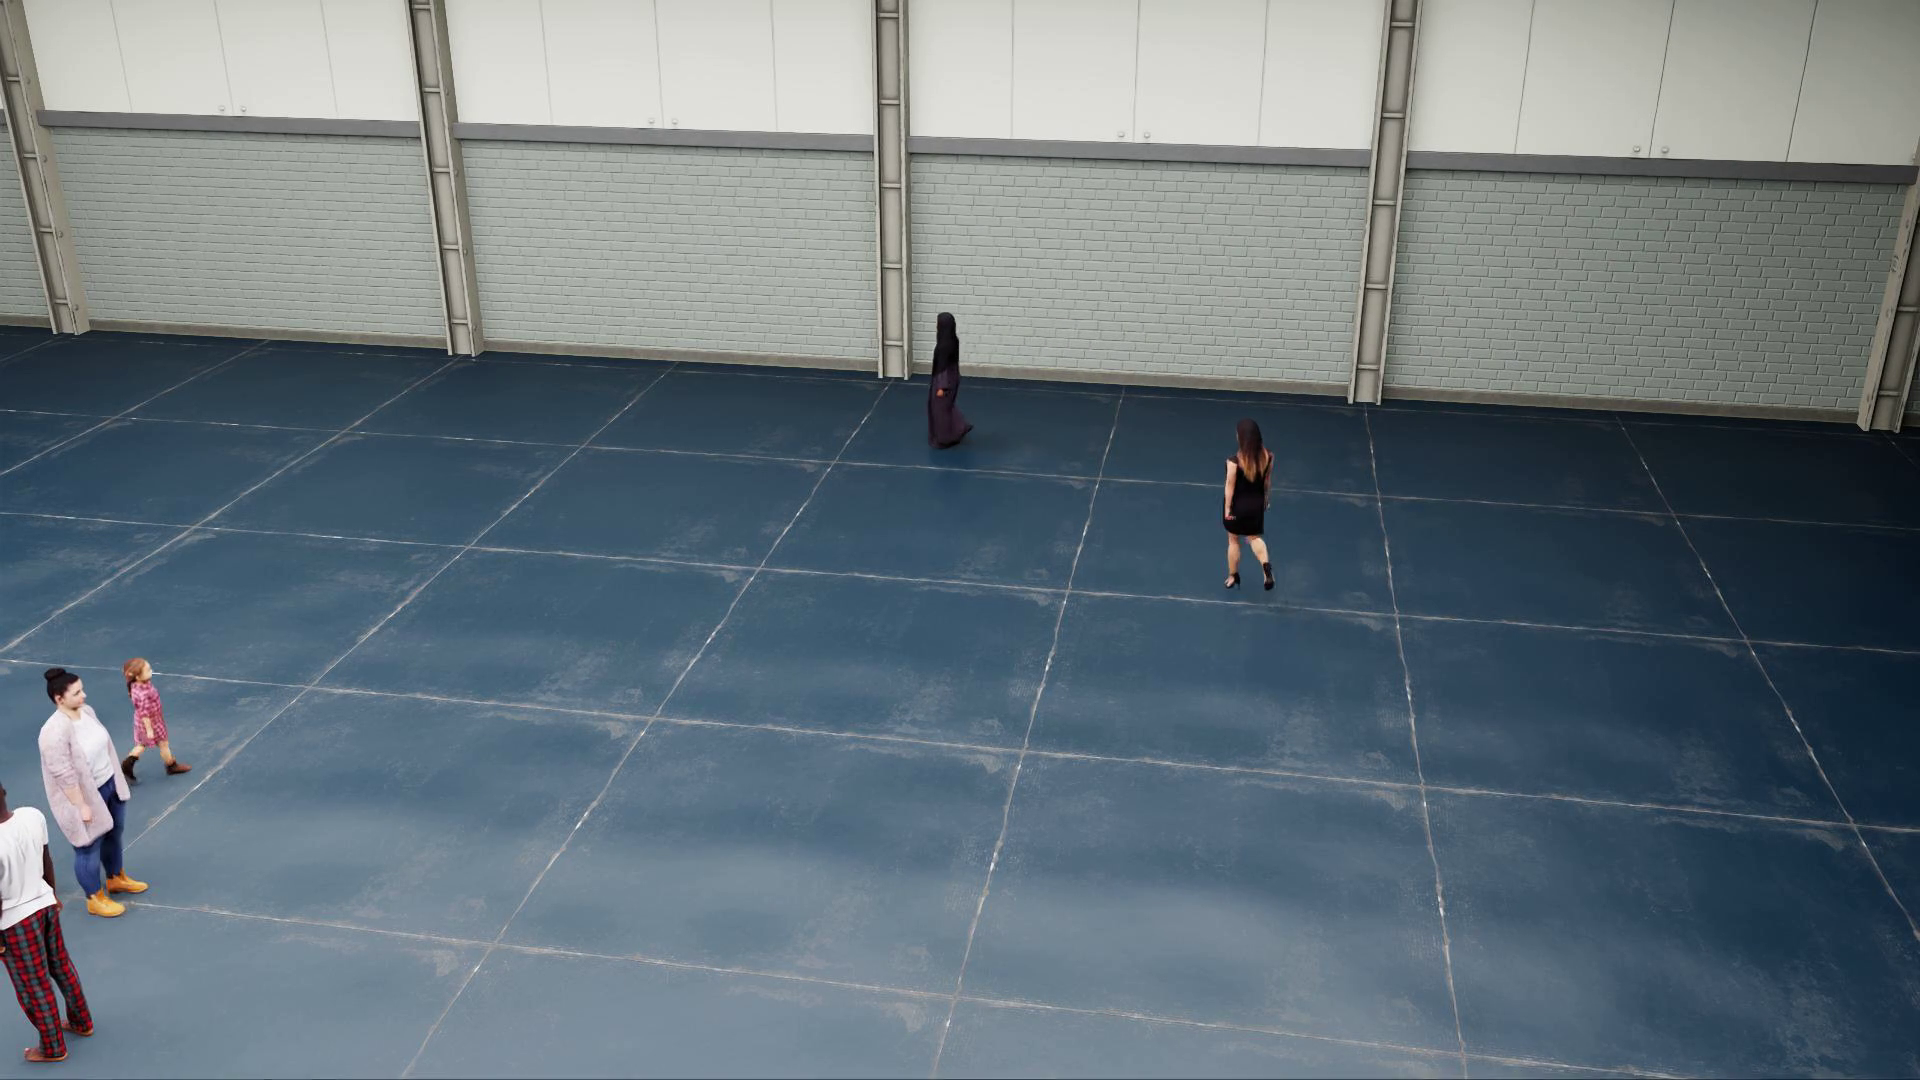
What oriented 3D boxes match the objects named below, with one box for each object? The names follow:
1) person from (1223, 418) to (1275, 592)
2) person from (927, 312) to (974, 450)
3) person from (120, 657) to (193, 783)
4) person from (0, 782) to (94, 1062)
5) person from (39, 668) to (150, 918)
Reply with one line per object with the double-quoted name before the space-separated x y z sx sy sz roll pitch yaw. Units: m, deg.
"person" 2.656 -0.256 15.140 0.955 1.698 0.967 -9 25 -21
"person" -0.092 -1.809 18.911 0.819 1.604 0.652 7 24 15
"person" -6.044 1.333 12.287 0.760 1.007 0.678 -13 26 -28
"person" -5.262 2.120 9.380 0.545 1.833 0.667 6 24 14
"person" -5.667 1.609 10.698 0.660 1.742 0.709 1 23 2
